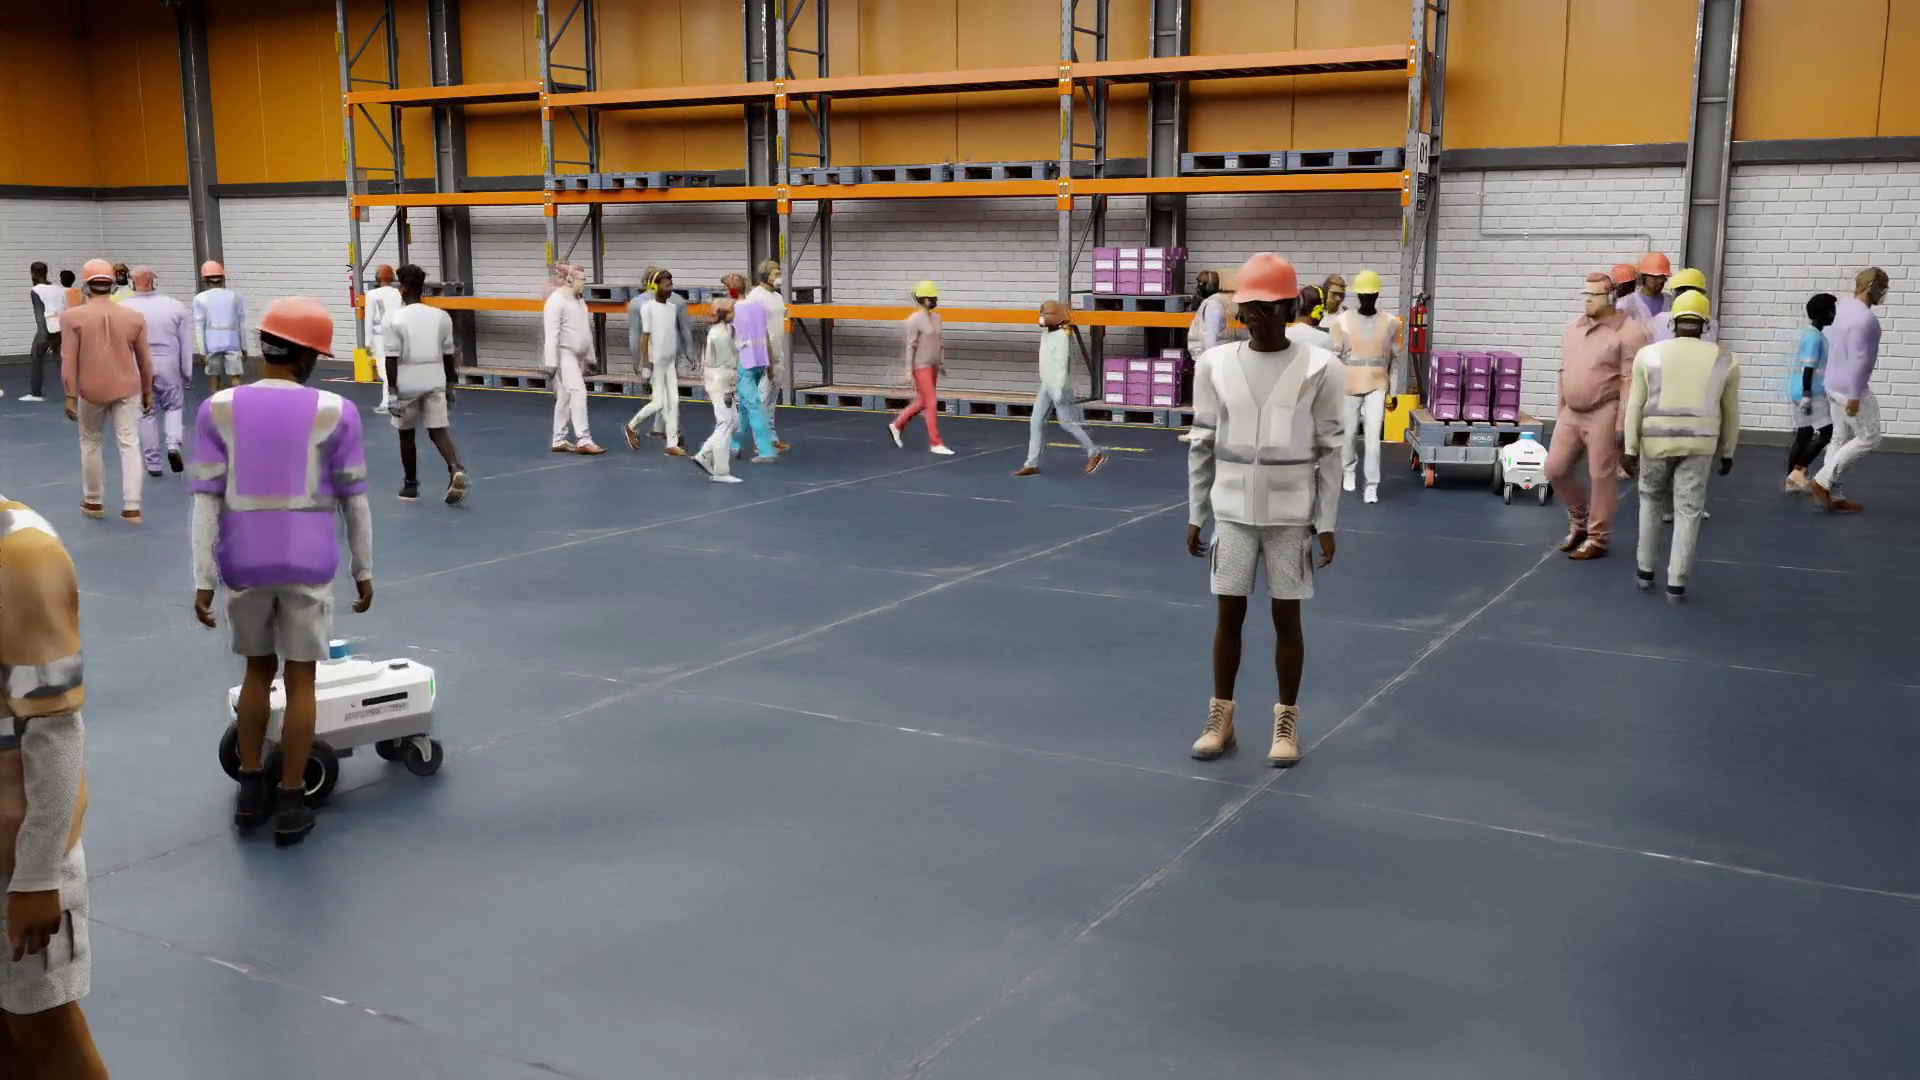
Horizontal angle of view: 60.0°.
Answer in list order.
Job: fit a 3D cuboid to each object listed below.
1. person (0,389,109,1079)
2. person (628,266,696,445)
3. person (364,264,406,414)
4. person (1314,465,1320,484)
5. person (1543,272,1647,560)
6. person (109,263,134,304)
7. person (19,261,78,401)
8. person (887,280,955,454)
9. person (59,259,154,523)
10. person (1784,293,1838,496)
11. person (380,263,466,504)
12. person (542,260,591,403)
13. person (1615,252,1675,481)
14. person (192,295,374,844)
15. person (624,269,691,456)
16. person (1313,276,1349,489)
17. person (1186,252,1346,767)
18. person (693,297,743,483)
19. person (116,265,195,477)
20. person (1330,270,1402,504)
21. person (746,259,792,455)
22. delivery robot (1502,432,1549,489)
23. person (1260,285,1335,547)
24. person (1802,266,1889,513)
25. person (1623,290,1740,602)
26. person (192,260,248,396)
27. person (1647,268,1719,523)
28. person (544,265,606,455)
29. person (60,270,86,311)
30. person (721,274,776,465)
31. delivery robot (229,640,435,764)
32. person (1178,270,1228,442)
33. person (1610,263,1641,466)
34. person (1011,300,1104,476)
[{"bbox_3d":[-1.869,0.556,3.164,0.543,1.928,0.371,8,13,38],"label":"person"},{"bbox_3d":[-3.108,-1.936,17.480,0.697,1.870,1.035,-7,12,-34],"label":"person"},{"bbox_3d":[-6.973,-2.445,20.366,0.817,1.859,0.585,7,12,35],"label":"person"},{"bbox_3d":[2.615,-1.164,13.837,0.753,1.605,0.526,8,13,37],"label":"person"},{"bbox_3d":[4.159,-0.806,10.956,0.432,1.894,0.669,-5,11,-28],"label":"person"},{"bbox_3d":[-11.491,-2.885,22.897,0.634,1.841,0.429,-7,12,-36],"label":"person"},{"bbox_3d":[-12.157,-2.797,22.301,0.935,1.875,0.599,1,10,3],"label":"person"},{"bbox_3d":[-0.402,-1.744,16.722,0.800,1.741,0.523,6,12,31],"label":"person"},{"bbox_3d":[-6.468,-1.125,12.586,0.666,1.955,0.911,-8,13,-40],"label":"person"},{"bbox_3d":[7.040,-1.188,13.710,0.380,1.680,0.548,5,11,26],"label":"person"},{"bbox_3d":[-4.297,-1.237,13.317,0.603,1.940,0.846,-9,13,-41],"label":"person"},{"bbox_3d":[-5.133,-2.715,21.790,0.621,1.883,0.661,7,12,33],"label":"person"},{"bbox_3d":[6.032,-1.491,14.534,0.673,2.003,0.866,-3,10,-16],"label":"person"},{"bbox_3d":[-2.369,0.097,5.856,0.558,1.889,0.599,-2,10,-11],"label":"person"},{"bbox_3d":[-3.000,-1.745,16.448,0.674,1.850,0.513,6,11,29],"label":"person"},{"bbox_3d":[3.122,-1.349,14.279,0.576,1.803,0.774,3,11,17],"label":"person"},{"bbox_3d":[1.193,-0.108,6.600,0.614,2.041,0.390,4,11,21],"label":"person"},{"bbox_3d":[-2.071,-1.298,14.520,0.378,1.630,0.531,-3,10,-15],"label":"person"},{"bbox_3d":[-7.253,-1.508,14.936,0.673,1.892,0.419,-6,12,-30],"label":"person"},{"bbox_3d":[3.331,-1.286,13.780,0.603,1.886,0.996,2,10,8],"label":"person"},{"bbox_3d":[-1.911,-1.830,16.644,0.373,1.940,0.629,3,10,16],"label":"person"},{"bbox_3d":[4.608,-0.636,13.538,0.477,0.478,0.707,3,10,15],"label":"delivery robot"},{"bbox_3d":[2.291,-0.852,11.513,0.594,1.805,0.988,10,14,44],"label":"person"},{"bbox_3d":[6.849,-1.140,12.792,0.473,1.914,0.644,2,10,13],"label":"person"},{"bbox_3d":[4.275,-0.570,9.881,0.627,1.800,0.782,4,11,20],"label":"person"},{"bbox_3d":[-8.379,-2.213,18.894,0.558,1.915,0.746,-6,12,-31],"label":"person"},{"bbox_3d":[5.426,-1.077,12.485,0.594,1.896,0.586,-8,13,-37],"label":"person"},{"bbox_3d":[-3.779,-1.786,16.564,0.764,1.878,0.652,2,10,10],"label":"person"},{"bbox_3d":[-13.876,-3.361,25.997,0.322,1.697,0.536,4,11,22],"label":"person"},{"bbox_3d":[-2.122,-1.622,15.851,0.931,1.796,0.579,7,12,36],"label":"person"},{"bbox_3d":[-2.393,0.628,6.379,0.707,0.478,0.477,-9,14,-43],"label":"delivery robot"},{"bbox_3d":[2.649,-1.920,17.481,0.618,1.823,0.637,2,10,9],"label":"person"},{"bbox_3d":[6.266,-1.649,15.718,0.413,1.909,0.573,5,11,28],"label":"person"},{"bbox_3d":[0.905,-1.372,15.033,0.832,1.600,0.506,-4,11,-21],"label":"person"}]
